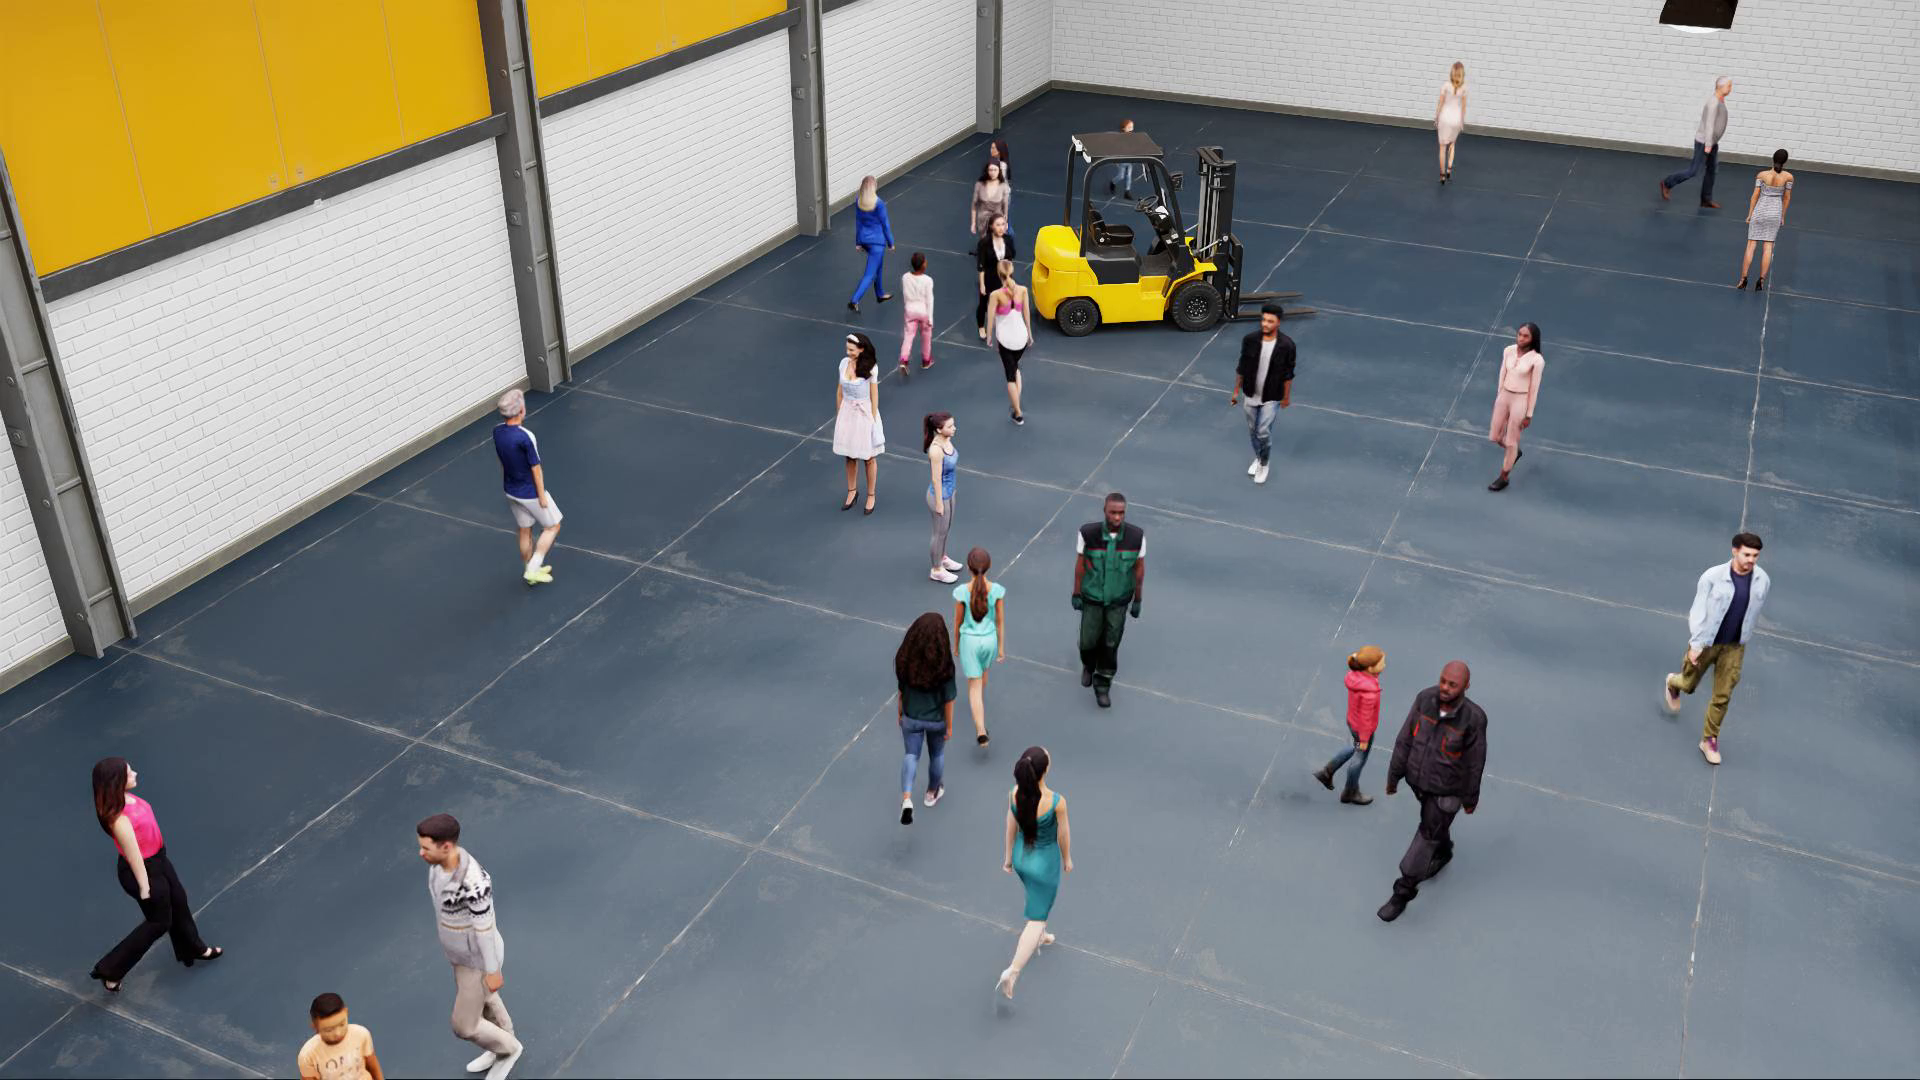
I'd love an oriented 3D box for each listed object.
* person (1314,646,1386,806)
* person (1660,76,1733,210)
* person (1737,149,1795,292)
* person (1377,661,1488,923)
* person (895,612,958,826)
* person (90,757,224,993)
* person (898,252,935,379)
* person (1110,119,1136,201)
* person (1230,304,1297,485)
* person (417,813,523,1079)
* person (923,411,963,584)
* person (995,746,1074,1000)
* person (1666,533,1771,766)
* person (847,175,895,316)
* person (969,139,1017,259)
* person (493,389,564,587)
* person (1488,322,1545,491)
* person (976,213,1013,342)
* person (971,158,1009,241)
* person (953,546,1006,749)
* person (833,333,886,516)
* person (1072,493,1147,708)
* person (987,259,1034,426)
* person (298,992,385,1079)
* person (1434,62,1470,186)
[{"bbox_3d":[2.745,1.302,11.674,0.719,1.309,0.687,-1,29,-1],"label":"person"},{"bbox_3d":[10.665,-5.717,23.940,0.952,1.885,1.153,19,34,31],"label":"person"},{"bbox_3d":[10.128,-4.022,20.899,0.602,1.823,0.542,10,30,18],"label":"person"},{"bbox_3d":[3.137,1.526,10.772,1.314,1.781,1.023,-25,37,-37],"label":"person"},{"bbox_3d":[-0.261,1.258,11.449,0.716,1.602,0.957,5,29,9],"label":"person"},{"bbox_3d":[-4.974,2.028,10.000,1.042,1.639,0.910,-15,32,-26],"label":"person"},{"bbox_3d":[-0.502,-2.519,18.553,0.600,1.430,0.951,10,30,17],"label":"person"},{"bbox_3d":[2.406,-5.611,24.477,0.724,1.186,0.731,-19,34,-31],"label":"person"},{"bbox_3d":[3.003,-1.485,16.277,0.743,1.795,0.751,18,33,29],"label":"person"},{"bbox_3d":[-2.659,2.269,9.349,0.810,1.839,0.810,-20,34,-32],"label":"person"},{"bbox_3d":[-0.161,-0.395,14.472,0.668,1.610,0.546,6,29,11],"label":"person"},{"bbox_3d":[0.427,2.008,10.014,0.635,1.659,1.030,18,33,29],"label":"person"},{"bbox_3d":[5.548,0.715,12.250,0.918,1.788,1.163,2,29,3],"label":"person"},{"bbox_3d":[-1.115,-3.545,20.189,0.843,1.664,1.201,23,36,36],"label":"person"},{"bbox_3d":[0.613,-4.483,21.964,0.961,1.612,0.915,-9,30,-15],"label":"person"},{"bbox_3d":[-3.770,-0.397,14.247,0.686,1.828,0.680,16,33,27],"label":"person"},{"bbox_3d":[5.391,-1.292,16.014,0.885,1.709,0.796,-21,35,-33],"label":"person"},{"bbox_3d":[0.360,-2.970,19.192,1.082,1.610,1.109,-12,31,-20],"label":"person"},{"bbox_3d":[0.374,-3.962,20.922,0.829,1.695,1.179,4,29,7],"label":"person"},{"bbox_3d":[0.147,0.816,12.345,0.947,1.520,1.145,-4,29,-7],"label":"person"},{"bbox_3d":[-0.947,-1.096,15.549,0.682,1.809,0.699,13,31,23],"label":"person"},{"bbox_3d":[1.115,0.408,12.774,0.840,1.825,0.874,0,29,-1],"label":"person"},{"bbox_3d":[0.557,-2.016,17.283,0.783,1.763,0.844,-9,30,-15],"label":"person"},{"bbox_3d":[-3.192,2.885,8.624,0.626,1.452,0.688,-23,36,-35],"label":"person"},{"bbox_3d":[7.346,-6.213,24.920,0.673,1.819,0.717,1,29,1],"label":"person"}]
